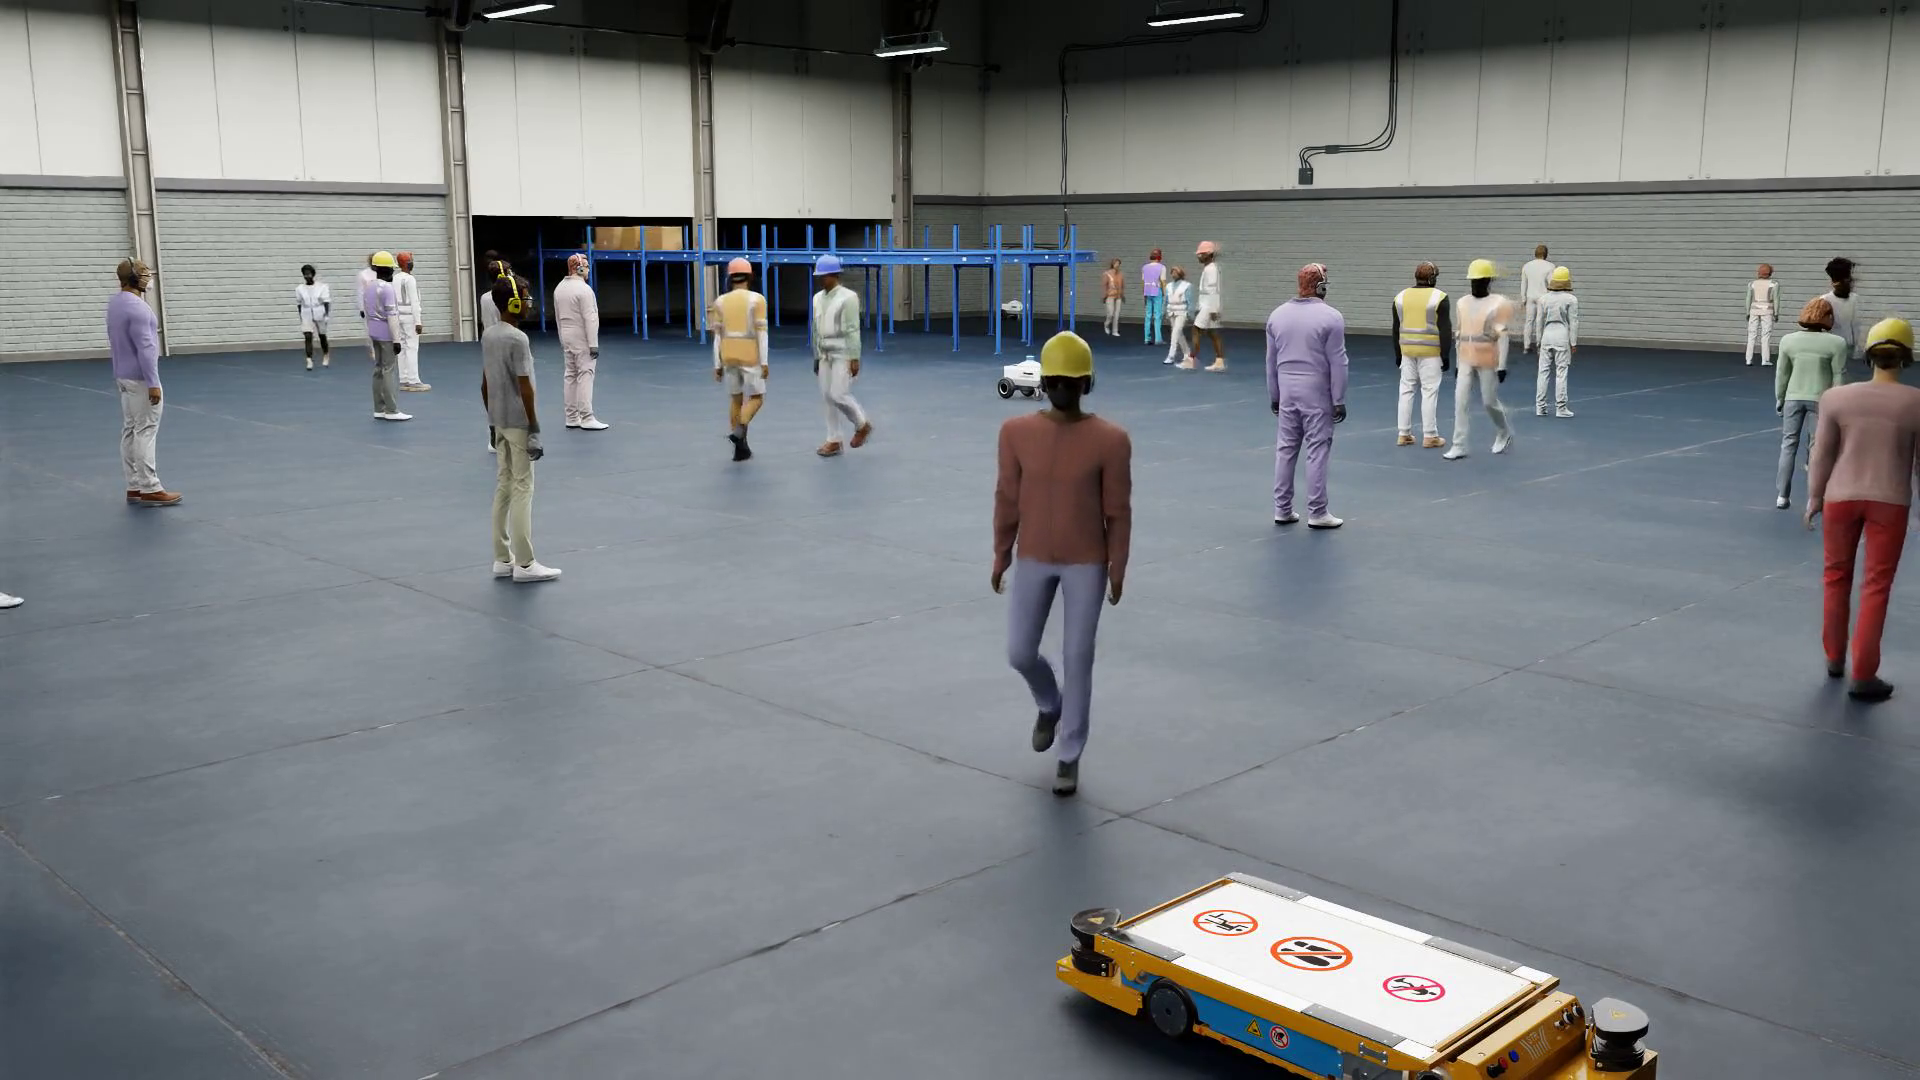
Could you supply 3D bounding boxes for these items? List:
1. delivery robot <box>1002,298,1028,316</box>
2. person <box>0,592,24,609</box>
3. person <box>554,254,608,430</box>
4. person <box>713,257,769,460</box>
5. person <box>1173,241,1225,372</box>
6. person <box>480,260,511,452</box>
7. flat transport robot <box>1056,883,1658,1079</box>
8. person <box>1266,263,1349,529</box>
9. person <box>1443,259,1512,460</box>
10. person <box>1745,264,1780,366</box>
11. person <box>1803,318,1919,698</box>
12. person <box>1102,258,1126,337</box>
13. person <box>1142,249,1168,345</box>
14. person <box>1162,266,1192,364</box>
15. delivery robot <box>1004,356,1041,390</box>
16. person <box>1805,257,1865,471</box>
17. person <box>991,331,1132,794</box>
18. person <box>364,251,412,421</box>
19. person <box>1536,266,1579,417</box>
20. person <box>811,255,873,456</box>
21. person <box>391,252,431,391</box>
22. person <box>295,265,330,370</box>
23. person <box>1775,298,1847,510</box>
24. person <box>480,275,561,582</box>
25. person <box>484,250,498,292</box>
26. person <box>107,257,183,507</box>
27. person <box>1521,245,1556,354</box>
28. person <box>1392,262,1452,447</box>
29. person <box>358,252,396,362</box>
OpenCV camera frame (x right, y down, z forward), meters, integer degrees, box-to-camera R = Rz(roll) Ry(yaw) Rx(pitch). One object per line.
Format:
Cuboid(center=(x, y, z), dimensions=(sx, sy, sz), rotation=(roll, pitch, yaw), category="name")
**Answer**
Cuboid(center=(1.381, -5.810, 41.623), dimensions=(0.477, 0.478, 0.707), rotation=(-10, 14, -44), category="delivery robot")
Cuboid(center=(-5.630, -0.519, 9.265), dimensions=(0.684, 1.883, 0.700), rotation=(9, 14, 42), category="person")
Cuboid(center=(-4.143, -2.166, 18.202), dimensions=(0.651, 1.907, 0.409), rotation=(10, 15, 44), category="person")
Cuboid(center=(-2.077, -1.706, 15.686), dimensions=(0.569, 1.906, 0.641), rotation=(3, 11, 18), category="person")
Cuboid(center=(3.719, -3.610, 25.812), dimensions=(0.929, 2.007, 0.622), rotation=(1, 10, 8), category="person")
Cuboid(center=(-4.452, -1.779, 16.195), dimensions=(0.531, 1.870, 0.316), rotation=(10, 15, 44), category="person")
Cuboid(center=(1.002, 1.205, 4.401), dimensions=(0.652, 0.197, 1.431), rotation=(-10, 14, -44), category="flat transport robot")
Cuboid(center=(2.541, -1.046, 12.098), dimensions=(0.651, 1.907, 0.409), rotation=(10, 15, 44), category="person")
Cuboid(center=(5.014, -1.739, 15.929), dimensions=(0.871, 1.899, 0.597), rotation=(-8, 13, -39), category="person")
Cuboid(center=(13.017, -3.647, 26.996), dimensions=(0.522, 1.645, 0.305), rotation=(10, 15, 44), category="person")
Cuboid(center=(4.281, -0.165, 7.804), dimensions=(0.550, 1.720, 0.705), rotation=(7, 13, 35), category="person")
Cuboid(center=(3.239, -5.071, 34.787), dimensions=(0.537, 1.623, 0.364), rotation=(-6, 12, -28), category="person")
Cuboid(center=(3.757, -4.693, 32.156), dimensions=(0.578, 1.845, 0.375), rotation=(10, 15, 44), category="person")
Cuboid(center=(3.643, -3.756, 27.706), dimensions=(0.829, 1.603, 0.528), rotation=(-10, 14, -44), category="person")
Cuboid(center=(0.916, -2.162, 21.730), dimensions=(0.477, 0.478, 0.707), rotation=(-10, 14, -44), category="delivery robot")
Cuboid(center=(7.842, -1.570, 14.918), dimensions=(0.750, 1.922, 0.458), rotation=(-5, 12, -26), category="person")
Cuboid(center=(0.394, 0.074, 6.387), dimensions=(0.547, 1.752, 0.436), rotation=(3, 11, 15), category="person")
Cuboid(center=(-6.590, -2.341, 19.098), dimensions=(0.594, 1.926, 0.367), rotation=(10, 15, 44), category="person")
Cuboid(center=(7.002, -2.323, 19.498), dimensions=(0.492, 1.746, 0.284), rotation=(10, 15, 44), category="person")
Cuboid(center=(-1.176, -1.776, 16.019), dimensions=(0.547, 1.928, 0.626), rotation=(-10, 14, -44), category="person")
Cuboid(center=(-7.547, -2.994, 22.778), dimensions=(0.584, 1.883, 0.345), rotation=(10, 15, 44), category="person")
Cuboid(center=(-10.304, -3.573, 26.577), dimensions=(0.525, 1.659, 0.858), rotation=(-2, 11, -12), category="person")
Cuboid(center=(6.578, -1.054, 12.884), dimensions=(0.507, 1.632, 0.275), rotation=(10, 15, 44), category="person")
Cuboid(center=(-2.734, -0.689, 10.250), dimensions=(0.531, 1.870, 0.316), rotation=(10, 15, 44), category="person")
Cuboid(center=(-7.507, -3.817, 27.298), dimensions=(0.452, 1.874, 0.652), rotation=(2, 11, 11), category="person")
Cuboid(center=(-6.459, -1.247, 13.105), dimensions=(0.635, 1.939, 0.360), rotation=(10, 15, 44), category="person")
Cuboid(center=(10.339, -4.295, 29.725), dimensions=(0.635, 1.938, 0.360), rotation=(10, 15, 44), category="person")
Cuboid(center=(4.663, -1.867, 16.749), dimensions=(0.633, 1.842, 0.429), rotation=(10, 15, 44), category="person")
Cuboid(center=(-9.623, -3.851, 27.609), dimensions=(0.655, 1.823, 0.453), rotation=(-6, 12, -30), category="person")
